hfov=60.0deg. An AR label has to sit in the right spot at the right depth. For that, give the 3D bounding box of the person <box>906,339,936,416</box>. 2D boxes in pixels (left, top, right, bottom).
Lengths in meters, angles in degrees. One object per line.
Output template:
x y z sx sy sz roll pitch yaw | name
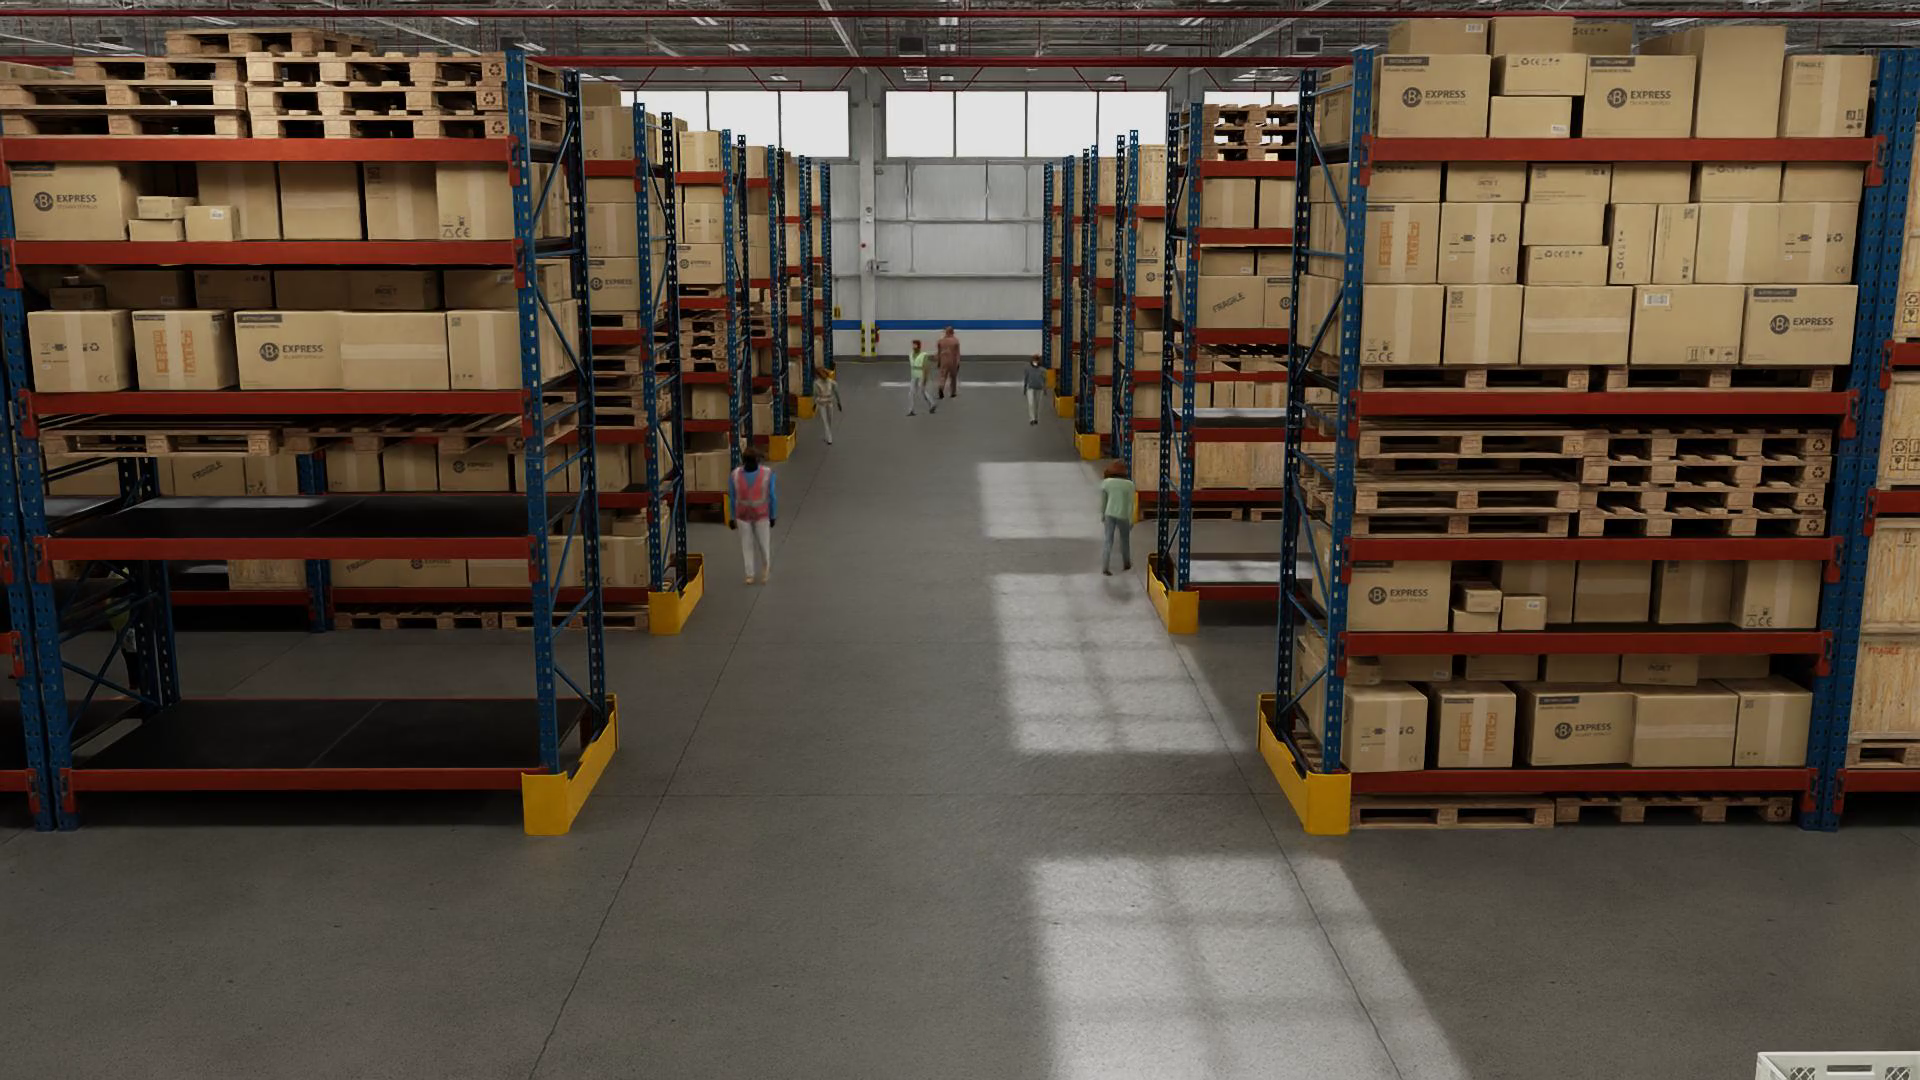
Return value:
-0.936 -3.857 39.463 0.579 1.825 0.811 10 15 40 | person

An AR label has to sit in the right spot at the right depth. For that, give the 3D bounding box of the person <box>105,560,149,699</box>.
-8.282 0.834 16.511 0.322 1.697 0.532 -10 15 -41 | person

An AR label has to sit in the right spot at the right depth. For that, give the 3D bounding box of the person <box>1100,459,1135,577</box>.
2.111 -0.306 22.428 0.513 1.590 0.846 5 12 24 | person

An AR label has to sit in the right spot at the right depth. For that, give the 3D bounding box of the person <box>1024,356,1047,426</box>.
1.710 -3.382 37.662 0.518 1.580 0.850 0 11 0 | person

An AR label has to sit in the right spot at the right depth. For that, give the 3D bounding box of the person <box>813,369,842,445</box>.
-2.779 -2.798 34.786 0.568 1.581 0.864 -3 12 -14 | person

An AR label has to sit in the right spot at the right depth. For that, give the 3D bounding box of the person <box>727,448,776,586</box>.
-2.728 -0.292 21.782 0.624 1.825 0.563 0 11 -1 | person

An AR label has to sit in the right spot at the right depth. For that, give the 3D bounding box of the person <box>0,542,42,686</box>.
-9.803 0.563 17.330 0.401 1.910 0.640 -9 14 -37 | person

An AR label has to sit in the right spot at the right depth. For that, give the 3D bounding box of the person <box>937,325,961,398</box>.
-0.300 -4.596 42.962 0.651 1.880 0.765 3 12 17 | person
